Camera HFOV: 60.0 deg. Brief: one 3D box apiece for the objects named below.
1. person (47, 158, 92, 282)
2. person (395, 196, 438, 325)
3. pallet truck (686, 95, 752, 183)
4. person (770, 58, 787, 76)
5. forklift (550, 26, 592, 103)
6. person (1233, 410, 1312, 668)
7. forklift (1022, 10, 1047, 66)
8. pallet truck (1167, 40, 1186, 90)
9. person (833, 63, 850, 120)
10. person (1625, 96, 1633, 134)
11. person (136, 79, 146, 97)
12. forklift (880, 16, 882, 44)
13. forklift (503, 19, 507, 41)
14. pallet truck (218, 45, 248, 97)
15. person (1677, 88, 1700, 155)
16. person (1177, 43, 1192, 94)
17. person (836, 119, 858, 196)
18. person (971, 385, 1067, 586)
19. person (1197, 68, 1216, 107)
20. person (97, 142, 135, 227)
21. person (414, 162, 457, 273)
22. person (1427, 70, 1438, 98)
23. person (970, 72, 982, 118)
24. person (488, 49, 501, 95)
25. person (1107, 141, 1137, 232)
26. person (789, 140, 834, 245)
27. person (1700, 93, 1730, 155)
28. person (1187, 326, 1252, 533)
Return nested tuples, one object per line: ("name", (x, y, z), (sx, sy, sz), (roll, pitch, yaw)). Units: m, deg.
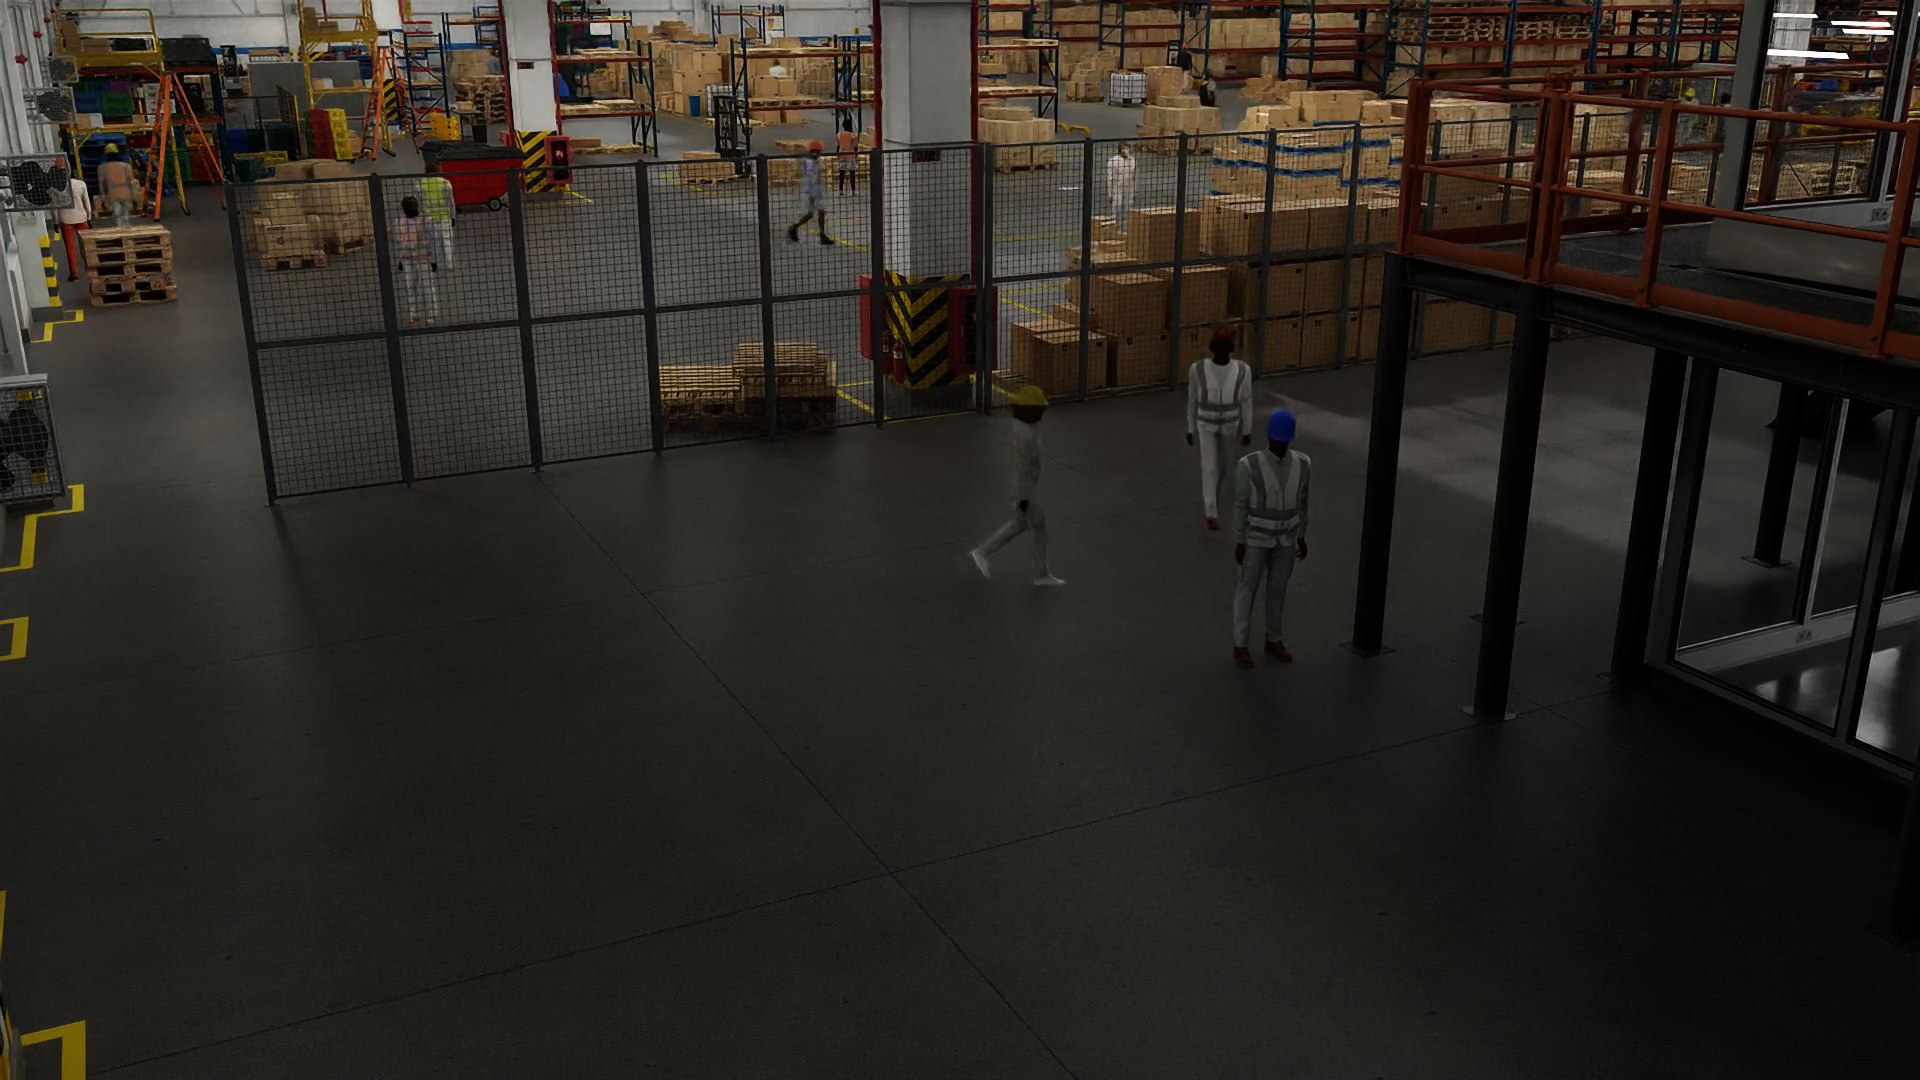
("person", (-14.479, -5.216, 27.127), (0.611, 1.995, 0.380), (-18, 26, -42))
("person", (-7.801, -4.014, 23.875), (0.634, 1.841, 0.429), (5, 20, 14))
("pallet truck", (-5.836, -9.608, 39.856), (0.823, 1.965, 1.885), (10, 22, 27))
("person", (-6.326, -15.776, 57.871), (0.667, 1.908, 0.680), (6, 20, 18))
("forklift", (-14.917, -17.751, 62.127), (1.873, 2.768, 1.129), (-9, 21, -25))
("person", (2.271, -0.019, 12.140), (0.605, 1.943, 0.402), (-6, 20, -16))
("forklift", (3.478, -25.514, 84.631), (1.873, 2.768, 1.129), (-9, 21, -25))
("pallet truck", (9.045, -19.971, 69.895), (0.823, 1.965, 1.885), (-3, 19, -8))
("person", (-3.900, -14.899, 55.389), (0.599, 1.877, 0.989), (-14, 23, -35))
("person", (16.752, -10.268, 41.987), (0.566, 1.848, 0.671), (-5, 20, -13))
("person", (-25.201, -13.414, 51.447), (0.522, 1.632, 0.313), (8, 21, 22))
("forklift", (-3.176, -21.993, 74.423), (1.129, 2.768, 1.873), (-9, 21, -25))
("forklift", (-18.887, -20.612, 70.421), (1.129, 2.768, 1.873), (14, 23, 35))
("pallet truck", (-28.879, -18.665, 66.111), (0.823, 1.965, 1.885), (-3, 19, -9))
("person", (19.945, -11.468, 45.591), (0.603, 1.762, 0.905), (5, 20, 14))
("person", (9.048, -18.995, 67.074), (0.623, 1.989, 0.401), (5, 20, 14))
("person", (-2.538, -8.610, 37.431), (0.533, 1.690, 0.321), (4, 19, 12))
("person", (0.489, -0.445, 13.717), (0.741, 1.721, 0.491), (1, 19, 2))
("person", (7.464, -13.402, 50.788), (1.003, 2.000, 0.703), (-8, 20, -21))
("person", (-15.327, -6.265, 30.303), (0.599, 1.904, 0.584), (-15, 24, -38))
("person", (-8.782, -5.407, 27.914), (0.627, 1.844, 0.429), (-6, 20, -16))
("person", (14.402, -13.488, 51.246), (0.700, 1.894, 0.604), (12, 22, 30))
("person", (0.334, -14.820, 55.552), (0.841, 1.590, 0.540), (-4, 19, -12))
("person", (-17.935, -17.919, 64.053), (0.653, 1.924, 0.532), (14, 24, 35))
("person", (2.972, -6.332, 30.448), (0.632, 1.940, 0.372), (-10, 22, -28))
("person", (-2.754, -6.430, 30.779), (0.822, 1.919, 0.551), (7, 20, 20))
("person", (20.622, -11.260, 45.143), (0.827, 1.664, 0.553), (16, 24, 38))
("person", (2.373, -1.065, 15.314), (0.583, 1.858, 0.860), (0, 19, 0))
